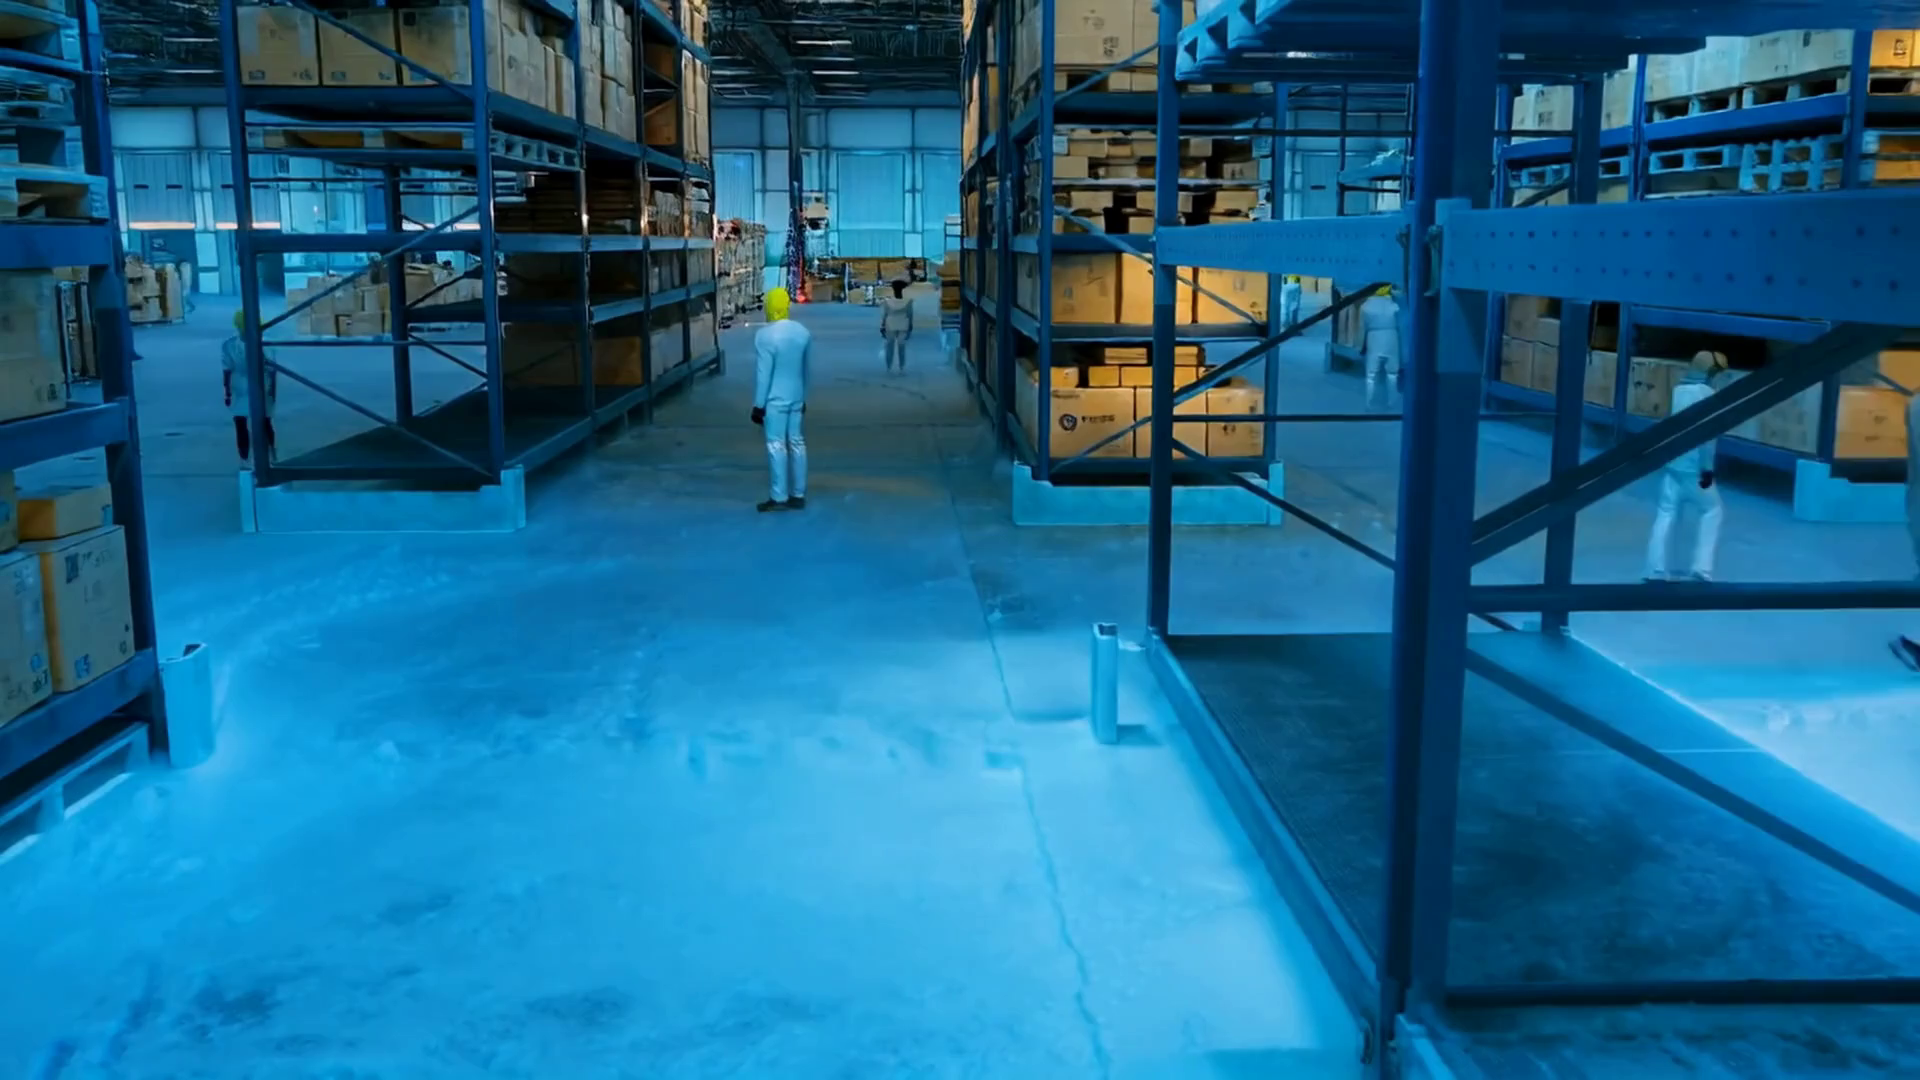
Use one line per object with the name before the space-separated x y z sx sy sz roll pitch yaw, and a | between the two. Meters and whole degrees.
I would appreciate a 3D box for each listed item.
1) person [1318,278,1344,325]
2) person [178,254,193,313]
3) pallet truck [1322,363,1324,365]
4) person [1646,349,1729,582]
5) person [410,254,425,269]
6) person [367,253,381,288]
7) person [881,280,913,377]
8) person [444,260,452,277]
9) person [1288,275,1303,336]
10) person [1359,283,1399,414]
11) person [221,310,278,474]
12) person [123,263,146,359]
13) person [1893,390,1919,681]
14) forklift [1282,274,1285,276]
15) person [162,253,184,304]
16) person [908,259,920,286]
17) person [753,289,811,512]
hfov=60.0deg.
person | 10.382 -6.912 46.400 0.905 1.879 0.605 1 10 3
person | -25.355 -8.358 54.355 0.439 1.924 0.634 1 10 3
pallet truck | 7.712 -4.157 30.737 1.885 1.965 0.823 3 11 16
person | 5.020 -0.495 11.362 0.591 1.612 0.551 -2 10 -12
person | -18.904 -9.022 58.072 0.589 1.922 0.389 4 11 20
person | -19.517 -8.573 55.396 0.432 1.982 0.618 -6 12 -32
person | -1.095 -3.670 28.871 0.569 1.690 0.365 1 10 7
person | -18.593 -9.319 60.437 0.719 1.671 0.546 1 10 5
person | 8.381 -6.051 41.458 0.363 1.935 0.553 -2 10 -8
person | 5.583 -2.528 21.922 0.640 1.909 0.409 7 12 35
person | -7.266 -1.535 17.077 0.531 1.665 0.793 -2 10 -10
person | -16.636 -4.527 33.033 0.626 1.921 0.545 -4 11 -23
person | 5.225 -0.156 8.729 0.437 1.892 0.680 0 10 0
forklift | 12.224 -10.384 62.970 1.129 2.768 1.873 0 10 -2
person | -28.527 -9.414 60.262 0.936 1.905 0.645 10 14 44
person | -1.319 -7.365 49.097 0.553 1.824 0.525 3 11 17
person | -1.566 -1.211 14.492 0.373 1.940 0.628 7 12 35
